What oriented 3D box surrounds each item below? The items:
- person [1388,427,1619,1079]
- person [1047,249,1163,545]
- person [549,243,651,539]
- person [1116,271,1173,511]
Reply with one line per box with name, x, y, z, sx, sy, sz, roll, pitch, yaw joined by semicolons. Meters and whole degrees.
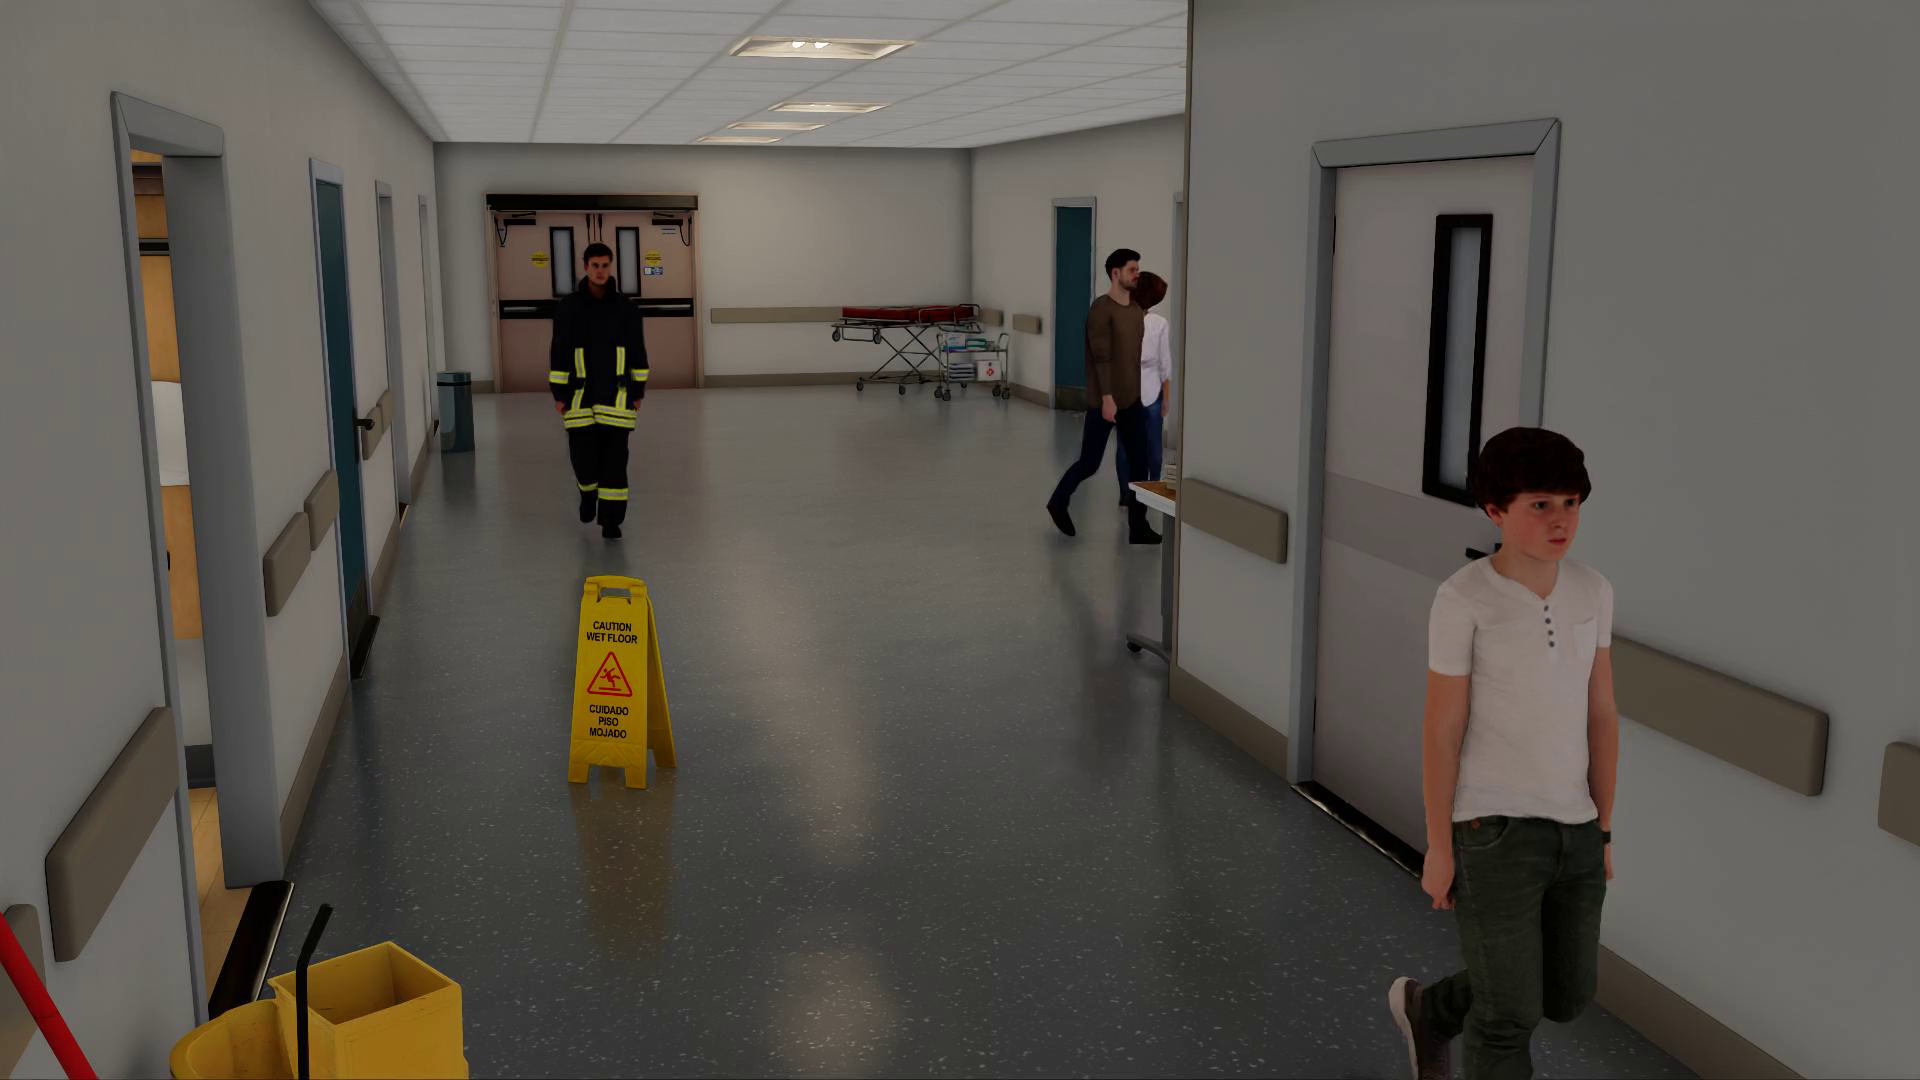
person;1.097;0.585;3.395;0.590;1.638;0.915;-3;11;-16
person;0.903;-0.881;10.534;1.013;1.857;1.231;-10;15;-43
person;-2.361;-0.971;10.849;0.795;1.916;0.822;-3;11;-16
person;1.261;-1.046;11.865;0.932;1.684;1.110;2;11;12
